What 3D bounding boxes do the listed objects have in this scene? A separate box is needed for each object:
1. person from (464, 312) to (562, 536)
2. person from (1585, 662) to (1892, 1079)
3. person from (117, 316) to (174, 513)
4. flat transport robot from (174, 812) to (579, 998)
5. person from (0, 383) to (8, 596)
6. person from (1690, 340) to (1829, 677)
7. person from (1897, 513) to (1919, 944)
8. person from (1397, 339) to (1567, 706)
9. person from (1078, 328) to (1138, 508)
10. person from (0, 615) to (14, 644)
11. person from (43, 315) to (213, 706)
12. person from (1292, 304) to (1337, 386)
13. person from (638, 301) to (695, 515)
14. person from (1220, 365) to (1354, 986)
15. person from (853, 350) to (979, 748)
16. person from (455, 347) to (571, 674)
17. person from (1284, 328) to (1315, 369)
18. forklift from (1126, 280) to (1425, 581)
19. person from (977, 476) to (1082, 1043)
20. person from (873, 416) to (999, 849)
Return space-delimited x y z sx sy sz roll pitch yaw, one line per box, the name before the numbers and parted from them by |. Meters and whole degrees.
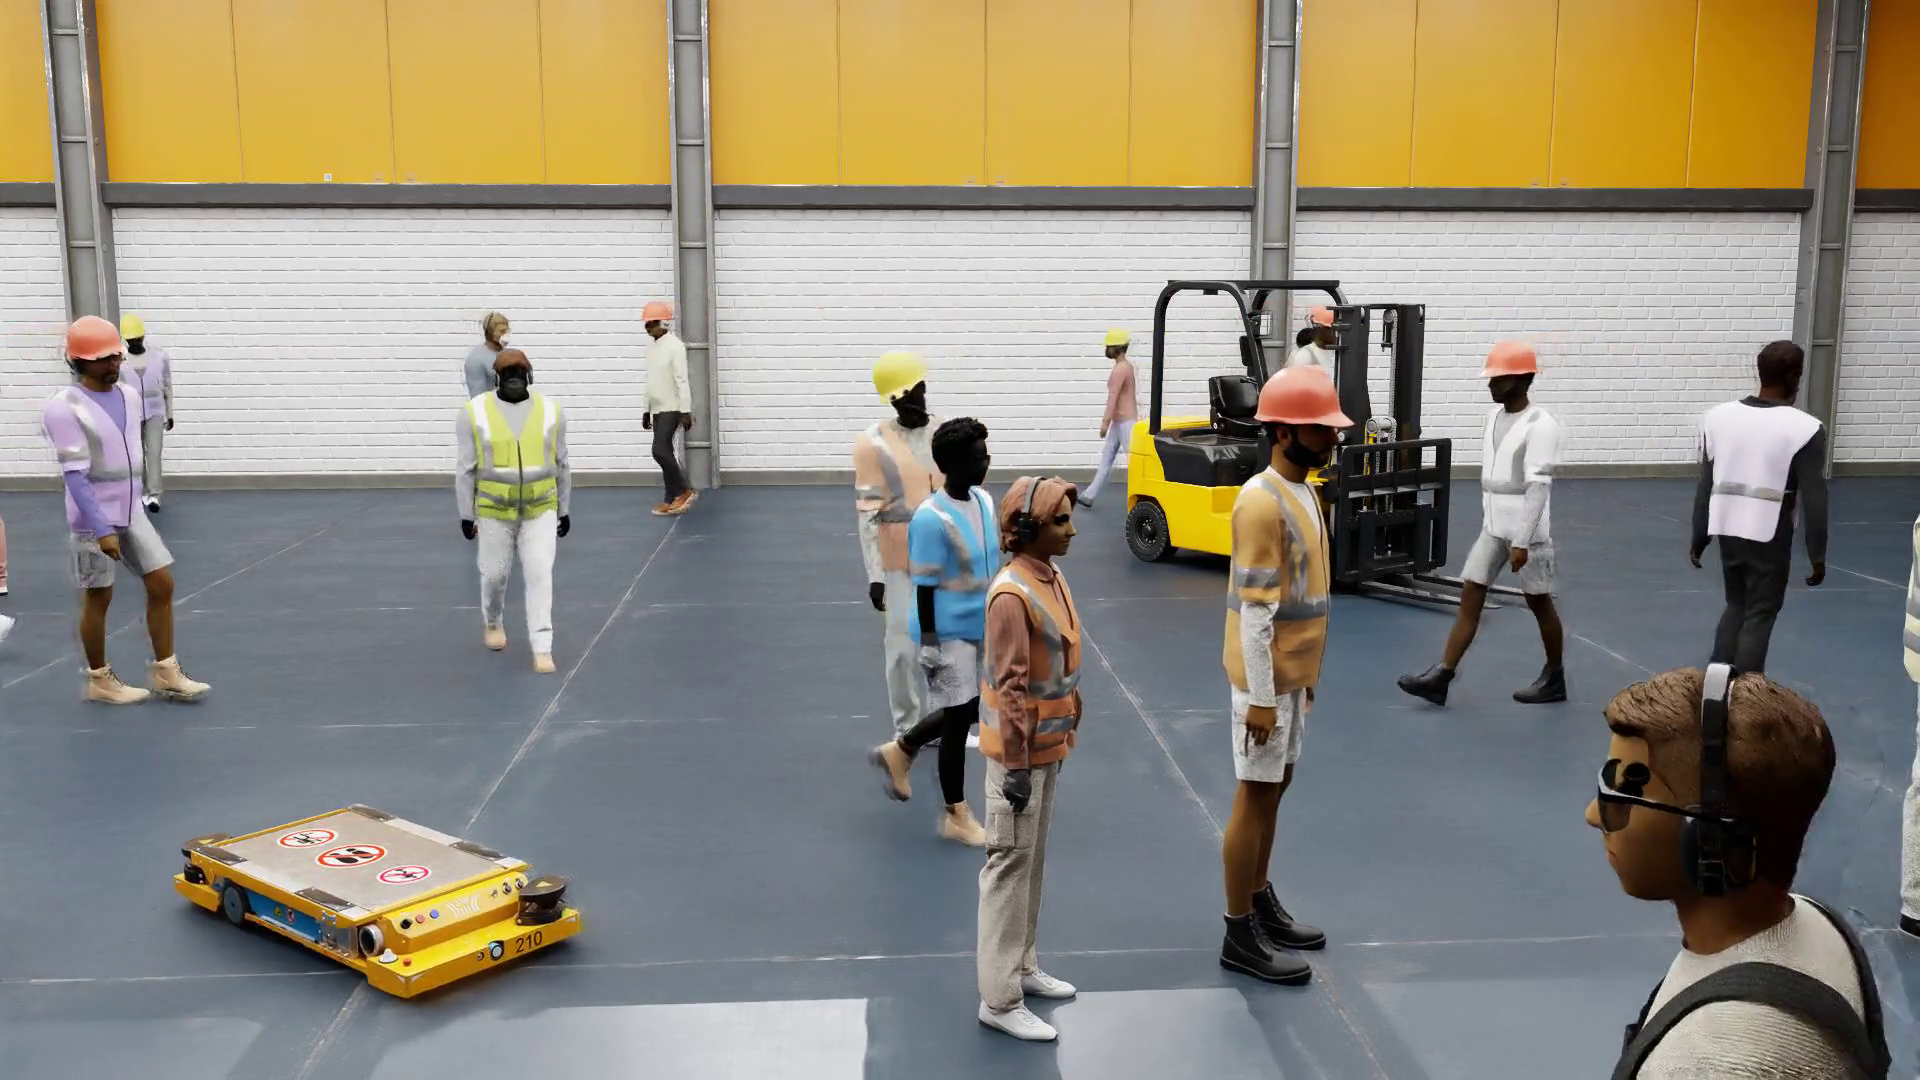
person | -3.781 -0.937 13.880 0.963 1.894 0.660 4 10 25
person | 0.805 1.021 1.929 0.983 1.789 0.535 5 11 31
person | -7.708 -1.184 15.647 0.594 1.837 1.073 -5 10 -29
flat transport robot | -2.015 1.182 5.672 1.431 0.197 0.652 7 12 38
person | -6.755 -0.519 11.232 0.406 1.911 0.637 1 9 4
person | 3.828 0.000 7.980 0.460 1.903 0.637 -5 11 -31
person | 3.333 0.436 5.472 0.404 1.833 0.587 9 13 43
person | 2.745 -0.065 8.442 0.975 1.882 0.569 -3 10 -18
person | 1.461 -1.120 15.585 0.923 1.708 0.540 2 9 13
person | -5.899 -0.194 9.410 0.841 1.847 0.521 -2 9 -15
person | -4.189 -0.109 8.337 0.774 2.010 0.635 2 9 14
person | 3.009 -0.993 14.000 1.087 1.976 0.643 5 10 29
person | -2.724 -1.196 15.258 0.442 1.976 0.652 -7 11 -37
person | 1.033 0.415 5.279 0.375 1.935 0.553 4 10 24
person | -0.158 0.084 7.558 0.704 1.887 0.334 -5 11 -31
person | -2.536 -0.193 9.481 0.642 1.827 0.764 -4 10 -22
person | 3.467 -1.301 16.832 0.321 1.689 0.531 -5 10 -27
forklift | 2.301 -0.860 12.475 1.214 2.155 2.313 -6 11 -35
person | 0.205 0.624 4.898 0.311 1.638 0.522 2 9 15
person | -0.088 0.348 6.507 0.570 1.682 0.541 4 10 26
